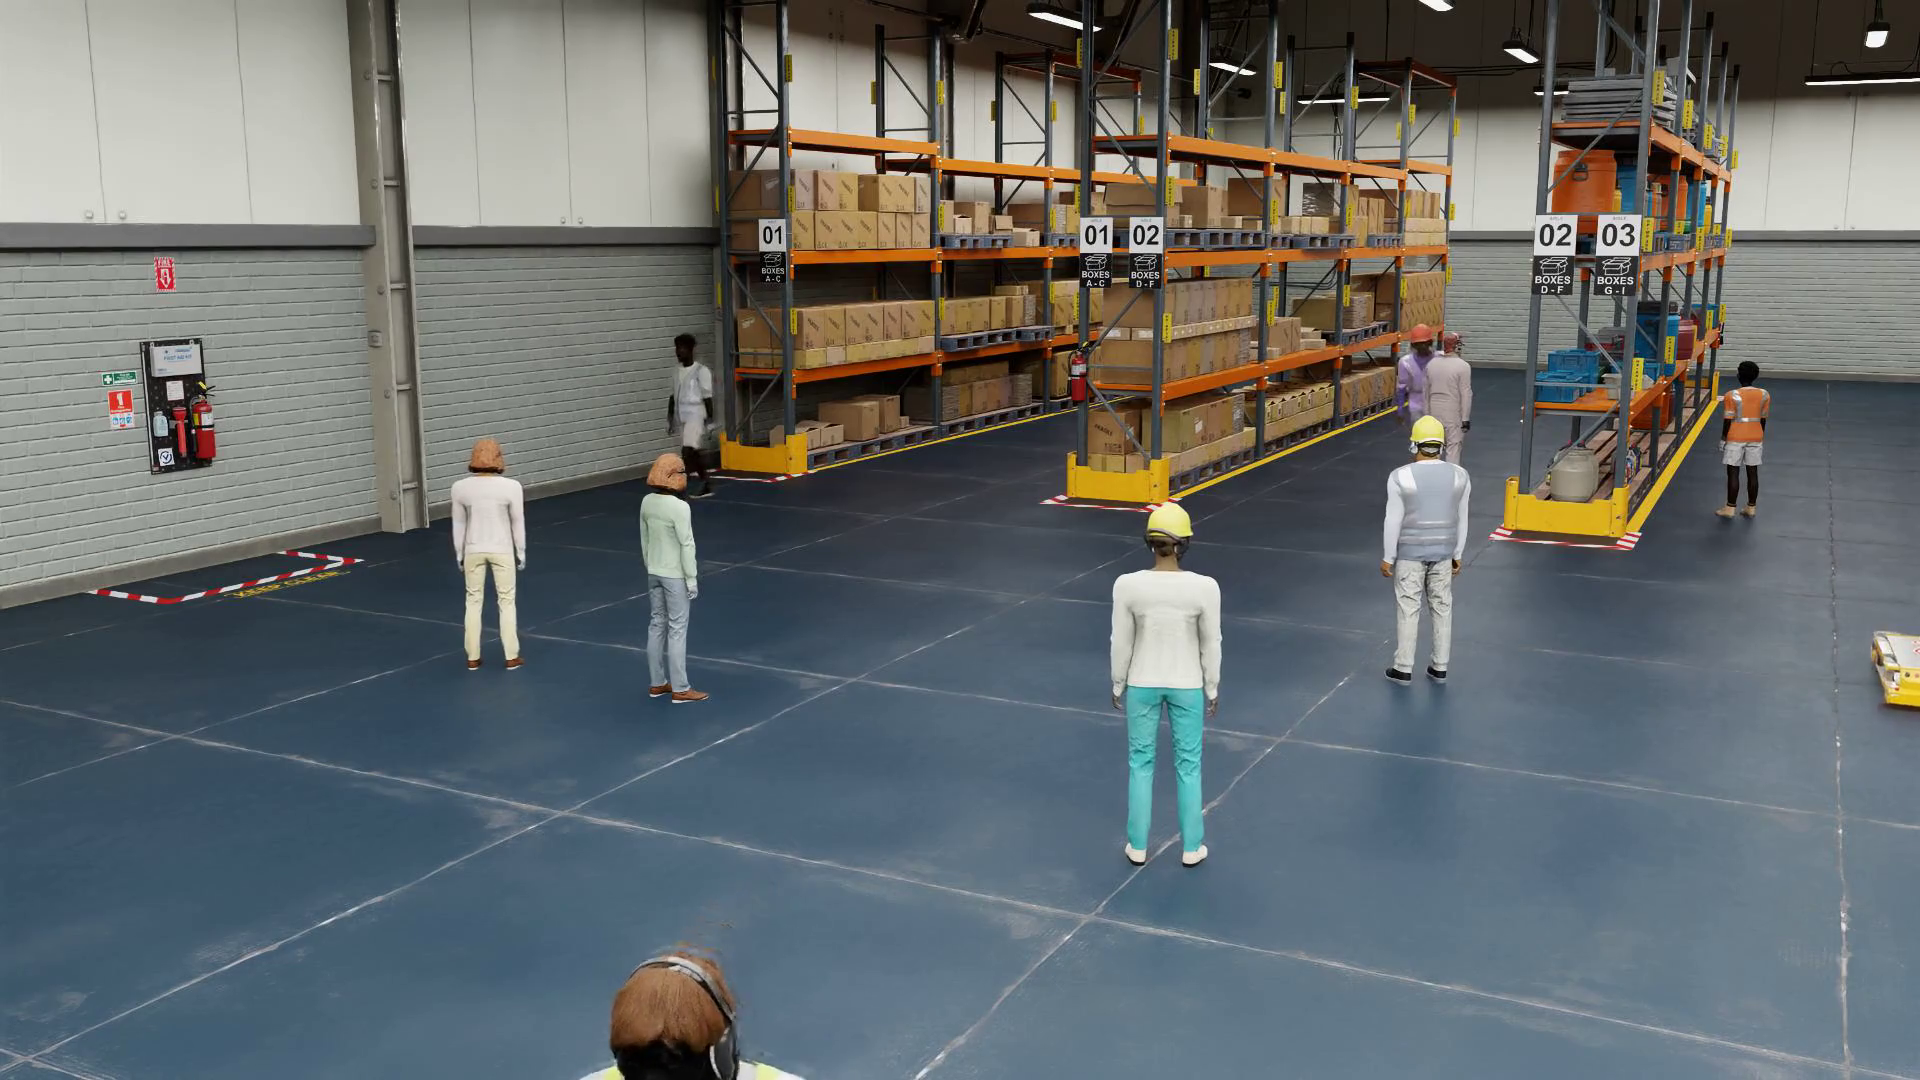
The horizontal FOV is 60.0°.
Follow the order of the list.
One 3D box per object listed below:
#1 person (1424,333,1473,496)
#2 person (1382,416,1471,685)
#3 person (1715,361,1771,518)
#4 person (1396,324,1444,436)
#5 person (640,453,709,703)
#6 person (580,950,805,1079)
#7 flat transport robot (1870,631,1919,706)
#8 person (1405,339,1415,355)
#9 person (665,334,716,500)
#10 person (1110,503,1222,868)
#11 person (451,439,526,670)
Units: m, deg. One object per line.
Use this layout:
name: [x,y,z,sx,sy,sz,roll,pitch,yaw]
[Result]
person: [5.700,-1.454,19.380,0.399,1.910,0.643,-7,12,-33]
person: [3.128,0.075,11.245,0.586,1.833,0.404,-2,11,-9]
person: [8.418,-1.075,17.889,0.532,1.696,0.319,-2,11,-10]
person: [5.456,-1.542,19.589,0.636,2.002,0.609,4,11,20]
person: [-1.885,0.246,10.860,0.502,1.633,0.280,10,14,42]
person: [-0.497,1.614,2.915,0.658,1.808,0.826,2,11,8]
flat transport robot: [6.551,0.869,11.181,0.652,0.197,1.431,5,11,24]
person: [9.547,-4.151,34.896,0.507,1.613,0.633,-4,11,-20]
person: [-3.136,-1.382,18.967,0.632,1.918,0.914,9,14,42]
person: [0.987,0.702,8.015,0.528,1.765,0.328,2,11,10]
person: [-3.300,0.104,11.668,0.500,1.625,0.301,0,10,-2]
